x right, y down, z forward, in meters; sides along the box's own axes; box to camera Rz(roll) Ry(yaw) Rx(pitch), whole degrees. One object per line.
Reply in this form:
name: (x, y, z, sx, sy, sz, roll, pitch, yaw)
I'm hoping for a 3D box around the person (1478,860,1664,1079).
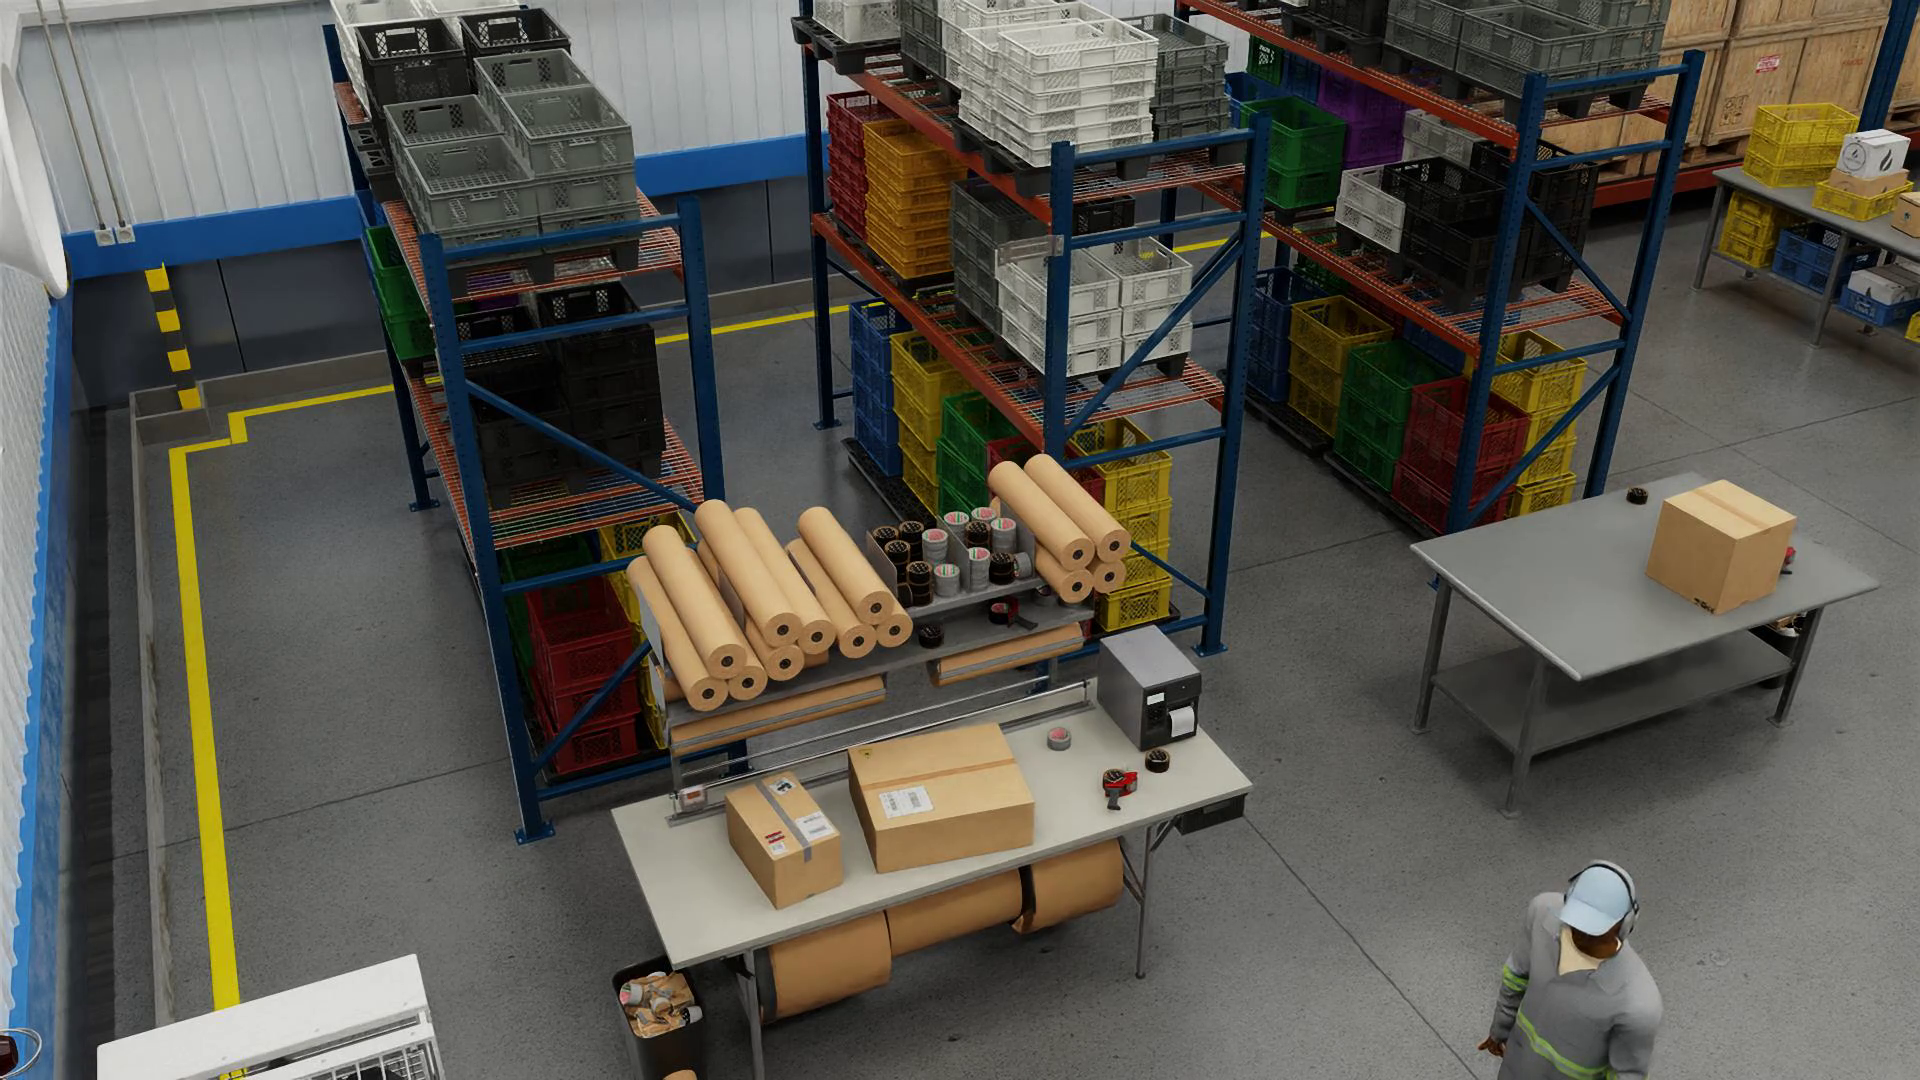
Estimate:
person: (1.968, 1.788, 5.554, 0.365, 1.852, 0.596, -12, 34, -19)
